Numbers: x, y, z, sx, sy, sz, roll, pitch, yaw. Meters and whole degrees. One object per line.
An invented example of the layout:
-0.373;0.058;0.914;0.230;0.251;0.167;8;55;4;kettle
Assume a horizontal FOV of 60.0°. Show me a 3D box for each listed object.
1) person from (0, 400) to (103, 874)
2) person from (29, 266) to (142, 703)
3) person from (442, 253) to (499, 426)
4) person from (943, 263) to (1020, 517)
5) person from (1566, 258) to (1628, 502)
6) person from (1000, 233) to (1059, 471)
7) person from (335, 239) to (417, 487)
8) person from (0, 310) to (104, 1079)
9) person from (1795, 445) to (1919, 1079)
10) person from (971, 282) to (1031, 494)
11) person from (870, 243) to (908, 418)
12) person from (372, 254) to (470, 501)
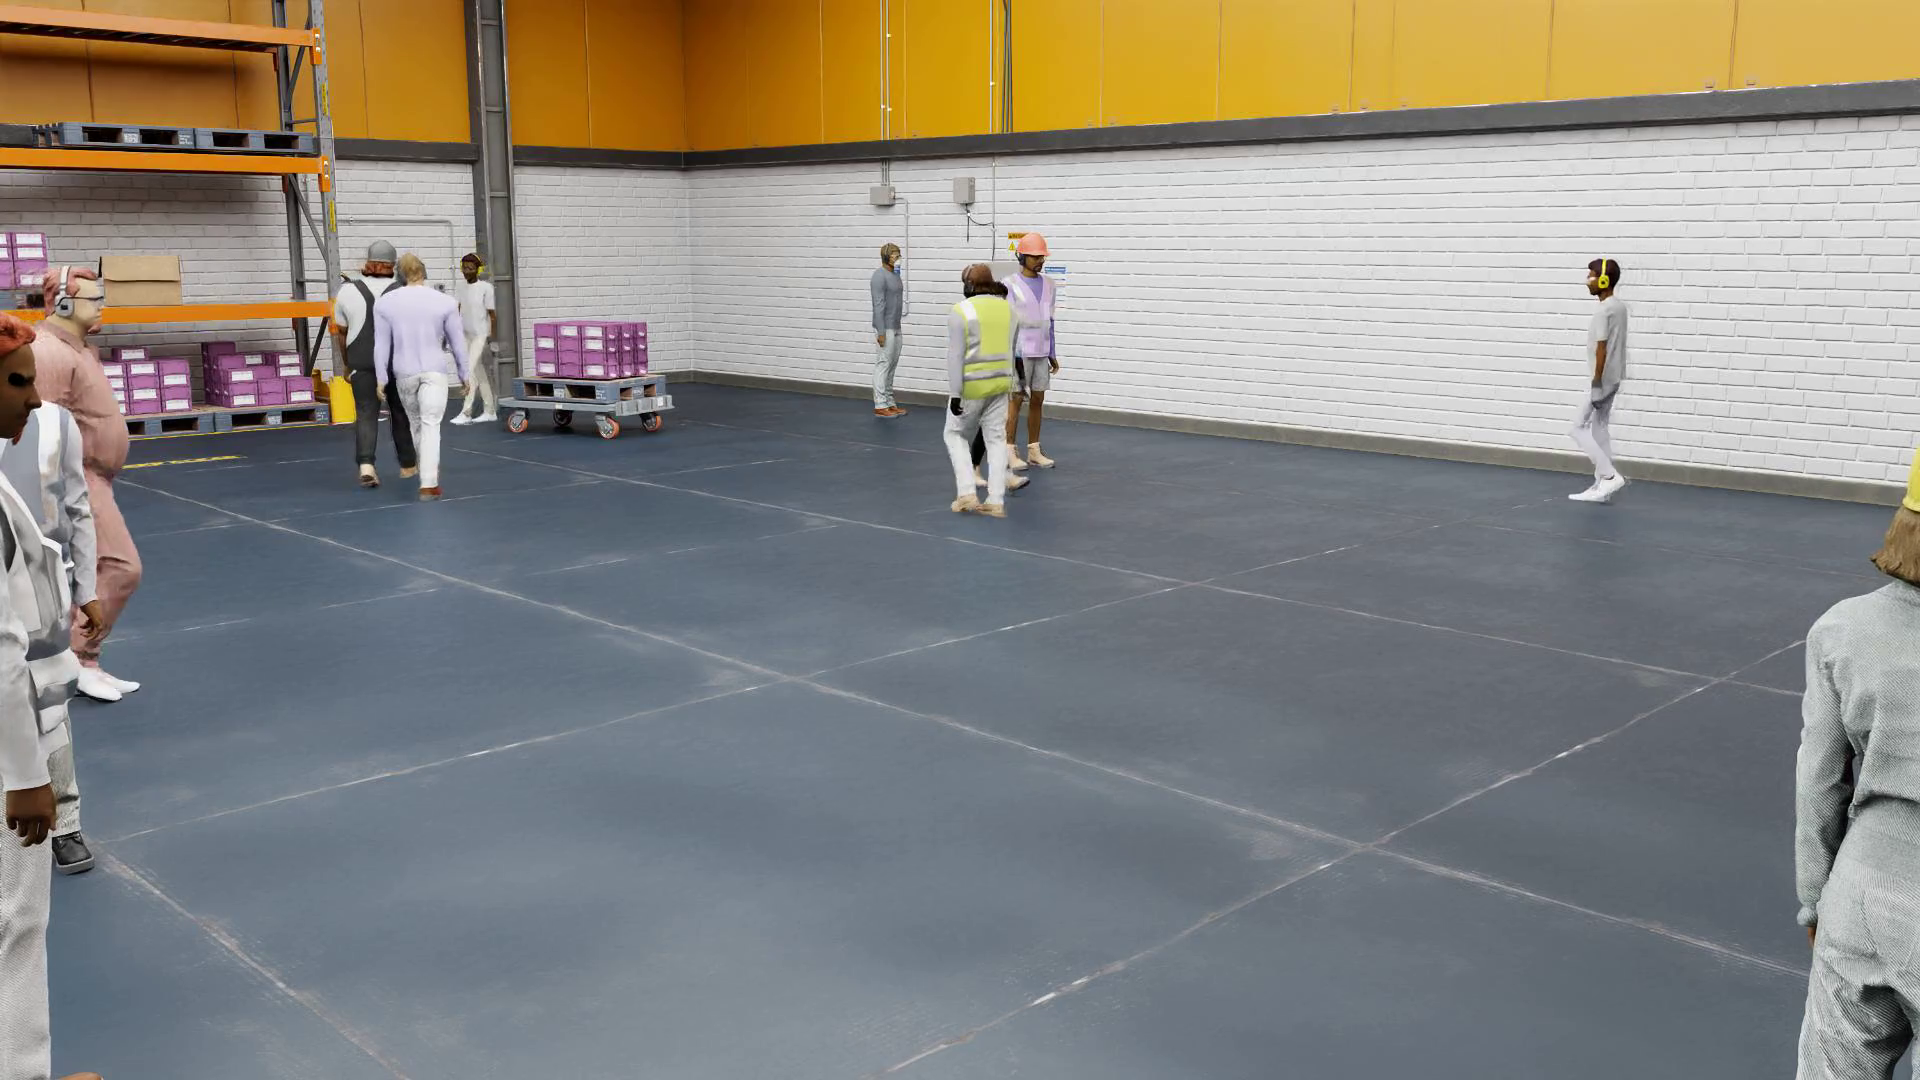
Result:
-2.993;0.174;5.163;0.602;1.830;0.404;-8;13;-36;person
-3.765;-0.224;7.172;0.439;1.890;0.677;-4;11;-19;person
-5.287;-2.134;17.783;0.580;1.824;0.846;7;13;34;person
0.131;-1.080;12.028;0.654;1.820;0.563;-8;13;-36;person
4.822;-1.189;12.572;0.378;1.850;0.510;9;14;40;person
0.615;-1.621;14.381;0.615;2.040;0.379;-8;13;-37;person
-4.718;-1.469;13.554;0.680;2.000;0.986;-2;11;-10;person
-2.068;0.438;3.577;0.353;1.886;0.573;-8;13;-39;person
1.630;0.655;2.779;0.287;1.746;0.487;-6;12;-31;person
0.305;-1.192;13.066;0.547;1.646;0.873;-9;14;-40;person
-0.794;-2.337;18.569;0.357;1.937;0.638;3;11;17;person
-4.177;-1.280;12.970;0.666;1.868;1.052;-1;10;-5;person
